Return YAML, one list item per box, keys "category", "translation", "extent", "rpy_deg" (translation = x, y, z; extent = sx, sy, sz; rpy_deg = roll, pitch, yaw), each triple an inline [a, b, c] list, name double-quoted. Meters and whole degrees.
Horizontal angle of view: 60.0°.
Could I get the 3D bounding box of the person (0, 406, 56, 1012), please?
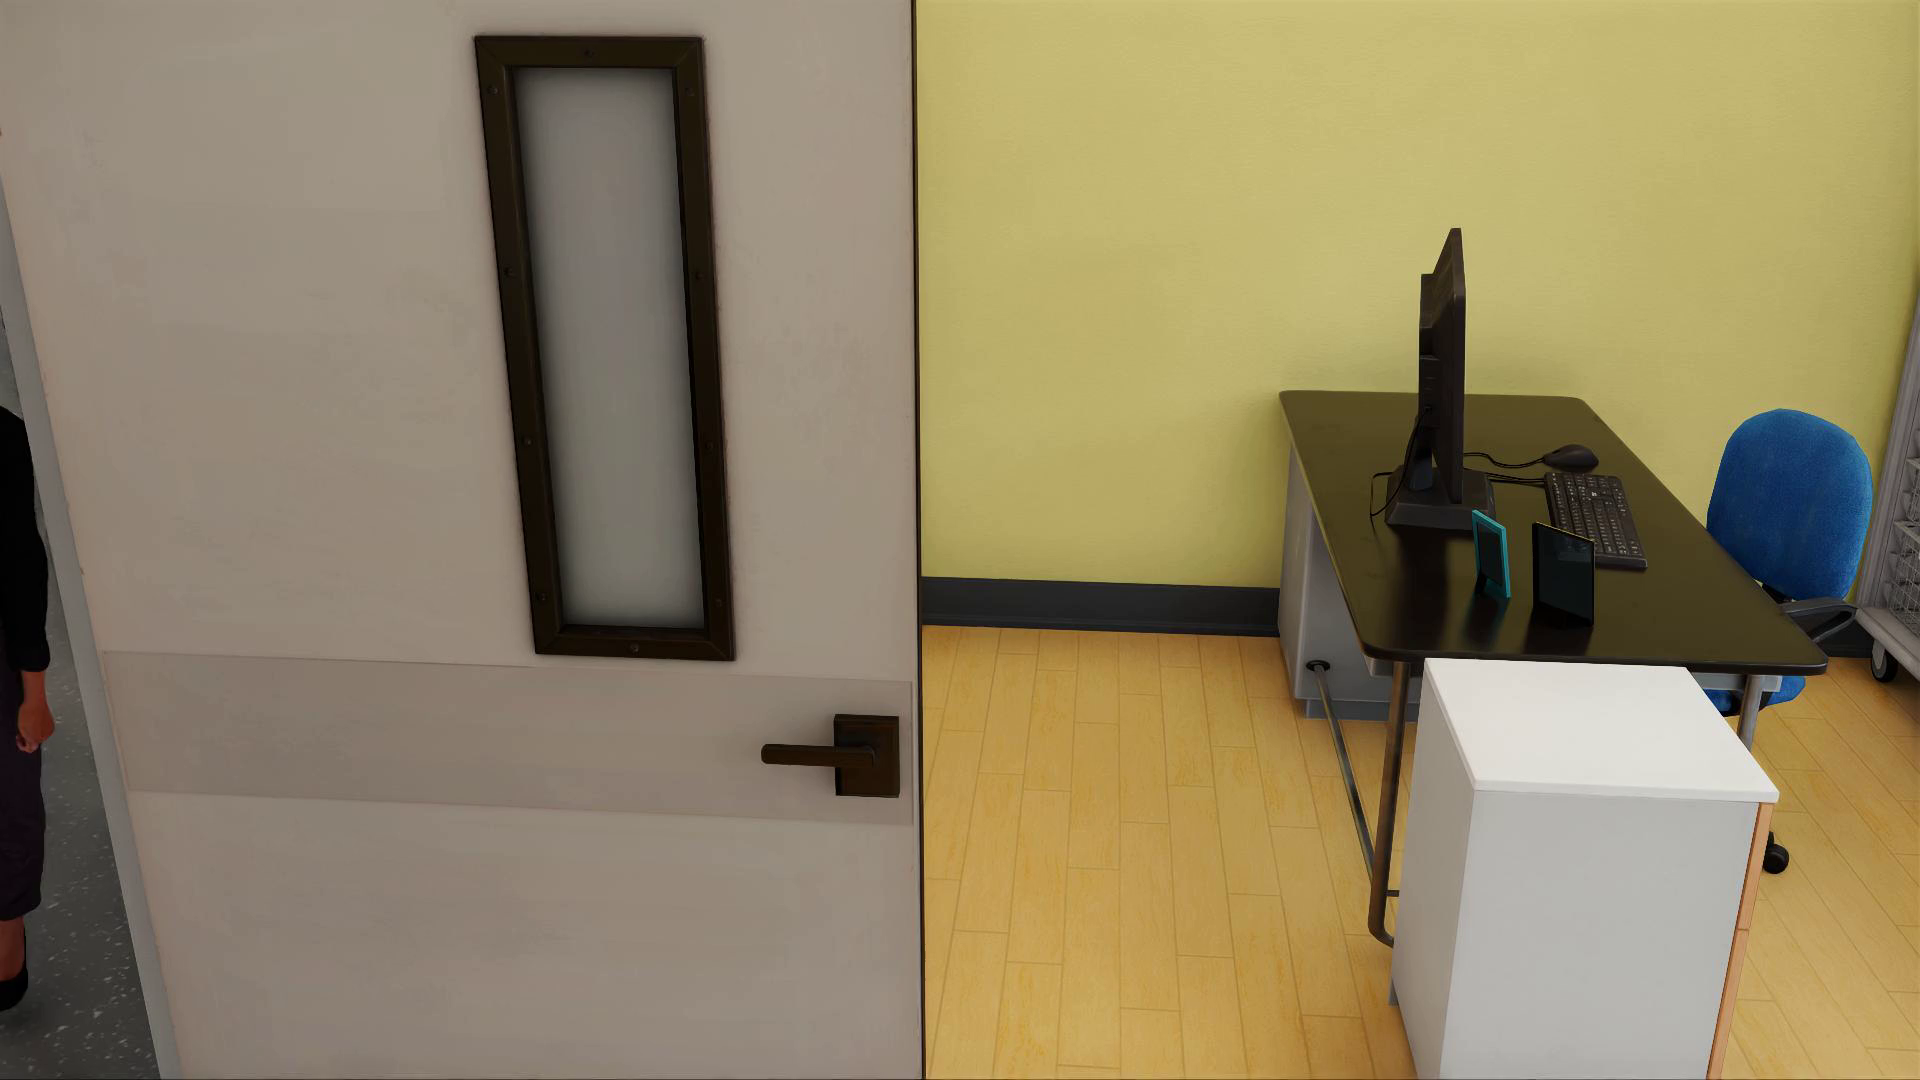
- category: "person"
  translation: [-1.967, 0.269, 3.222]
  extent: [0.987, 1.623, 1.128]
  rpy_deg: [-9, 23, -23]
